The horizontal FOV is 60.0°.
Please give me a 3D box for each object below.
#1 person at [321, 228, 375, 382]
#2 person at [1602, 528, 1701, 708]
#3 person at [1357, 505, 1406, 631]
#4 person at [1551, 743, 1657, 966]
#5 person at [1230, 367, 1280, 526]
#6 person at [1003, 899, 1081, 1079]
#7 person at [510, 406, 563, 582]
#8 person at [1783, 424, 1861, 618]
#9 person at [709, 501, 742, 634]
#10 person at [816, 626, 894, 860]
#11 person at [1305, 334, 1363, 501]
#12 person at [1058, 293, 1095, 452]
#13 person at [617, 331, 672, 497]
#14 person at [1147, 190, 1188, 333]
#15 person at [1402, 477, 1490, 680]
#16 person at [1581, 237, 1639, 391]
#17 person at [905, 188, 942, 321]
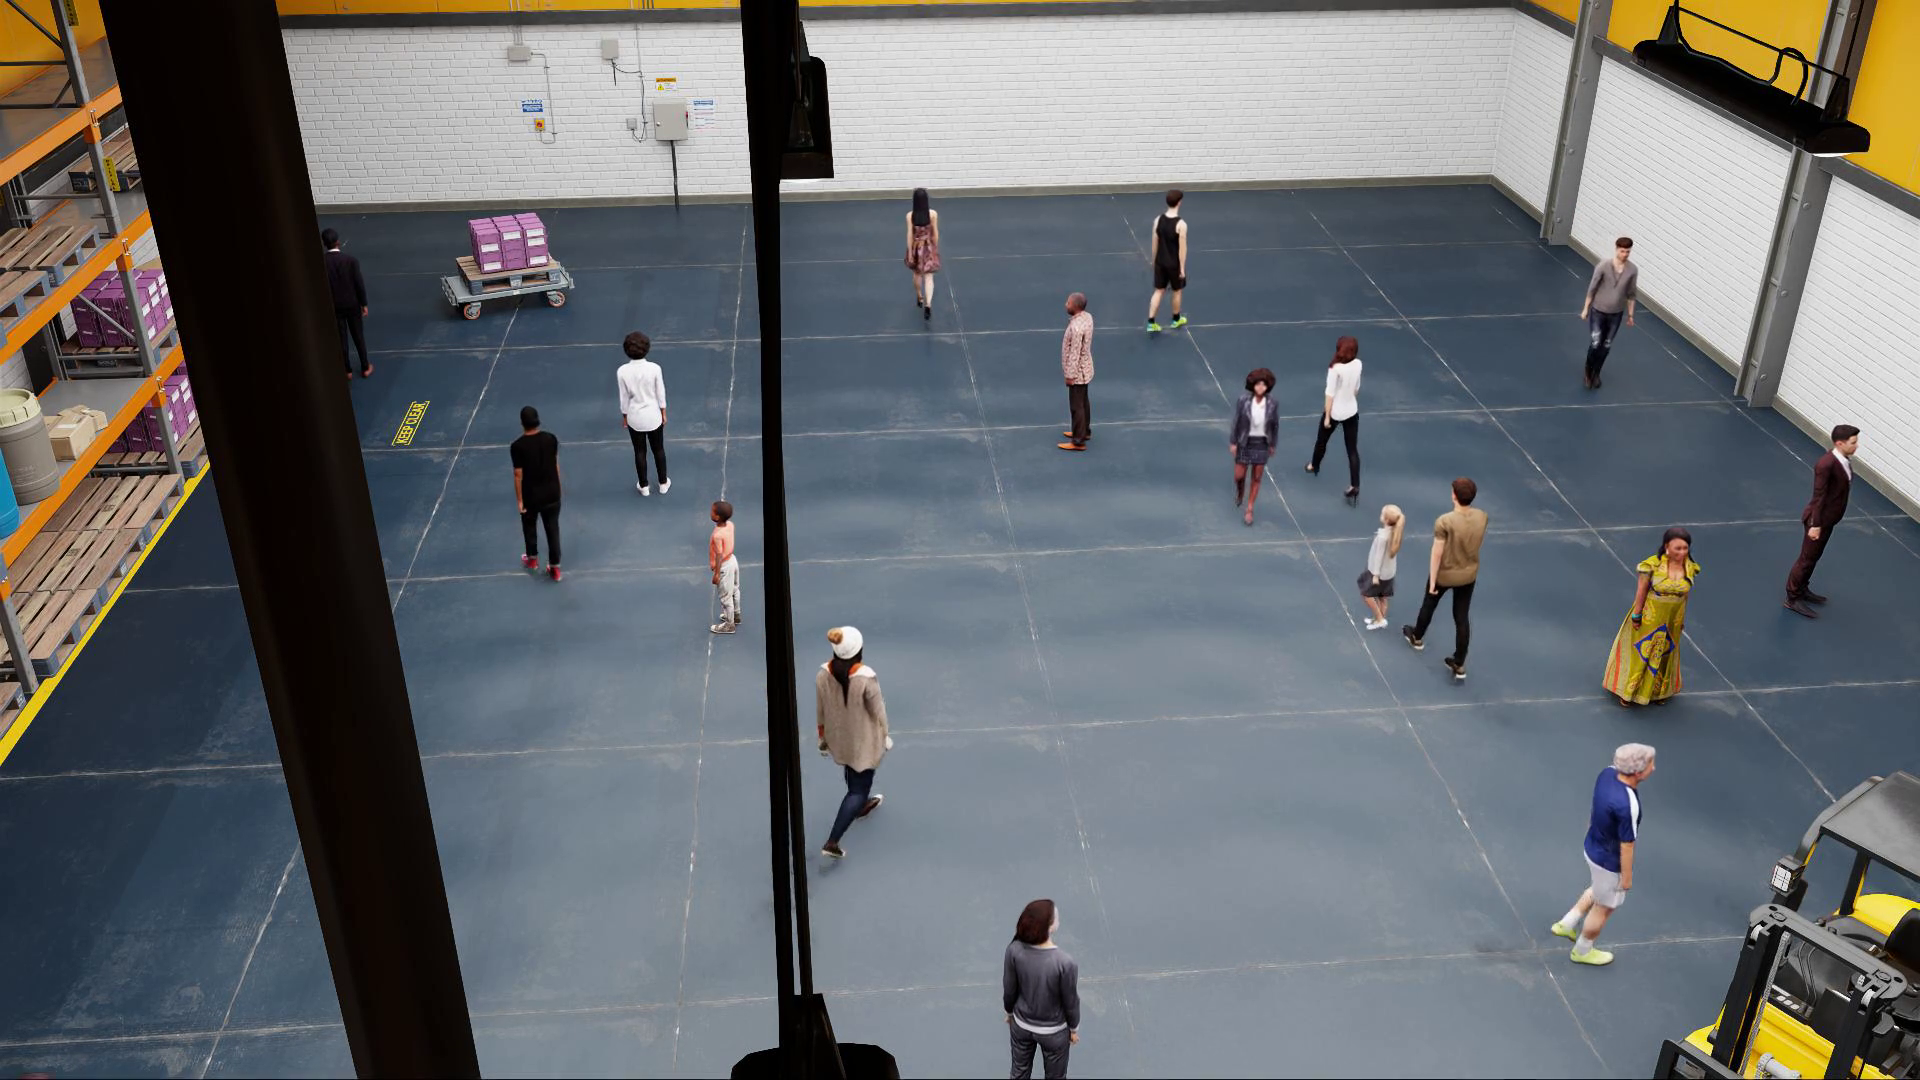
[{"bbox_3d":[-7.495,-2.867,20.198,0.735,1.882,0.618,-8,30,-15],"label":"person"},{"bbox_3d":[5.878,0.638,14.006,0.838,1.659,0.745,-3,29,-6],"label":"person"},{"bbox_3d":[3.879,0.273,15.085,0.702,1.267,0.641,21,35,33],"label":"person"},{"bbox_3d":[4.265,2.105,11.145,0.731,1.825,0.619,0,29,0],"label":"person"},{"bbox_3d":[2.981,-0.985,16.949,0.681,1.690,0.694,3,29,5],"label":"person"},{"bbox_3d":[0.473,2.852,9.833,0.687,1.770,0.668,11,30,18],"label":"person"},{"bbox_3d":[-3.965,-0.402,15.832,0.812,1.737,0.929,-17,33,-28],"label":"person"},{"bbox_3d":[7.958,-0.219,15.362,0.833,1.865,0.768,21,35,33],"label":"person"},{"bbox_3d":[-2.130,0.231,15.117,0.606,1.311,0.508,8,30,15],"label":"person"},{"bbox_3d":[-0.834,1.491,12.239,1.121,1.854,1.253,18,33,29],"label":"person"},{"bbox_3d":[4.038,-1.239,17.360,0.864,1.743,1.219,-12,31,-21],"label":"person"},{"bbox_3d":[1.330,-1.886,18.484,0.822,1.802,0.662,8,30,14],"label":"person"},{"bbox_3d":[-3.312,-1.321,17.442,0.644,1.809,0.592,-6,29,-11],"label":"person"},{"bbox_3d":[2.652,-3.552,21.470,1.083,1.867,1.168,20,34,32],"label":"person"},{"bbox_3d":[4.323,0.342,14.384,0.714,1.817,1.100,-5,29,-9],"label":"person"},{"bbox_3d":[7.768,-2.777,20.028,0.759,1.889,0.748,2,29,4],"label":"person"},{"bbox_3d":[-0.469,-3.731,21.934,0.636,1.737,1.147,-1,29,-3],"label":"person"}]
